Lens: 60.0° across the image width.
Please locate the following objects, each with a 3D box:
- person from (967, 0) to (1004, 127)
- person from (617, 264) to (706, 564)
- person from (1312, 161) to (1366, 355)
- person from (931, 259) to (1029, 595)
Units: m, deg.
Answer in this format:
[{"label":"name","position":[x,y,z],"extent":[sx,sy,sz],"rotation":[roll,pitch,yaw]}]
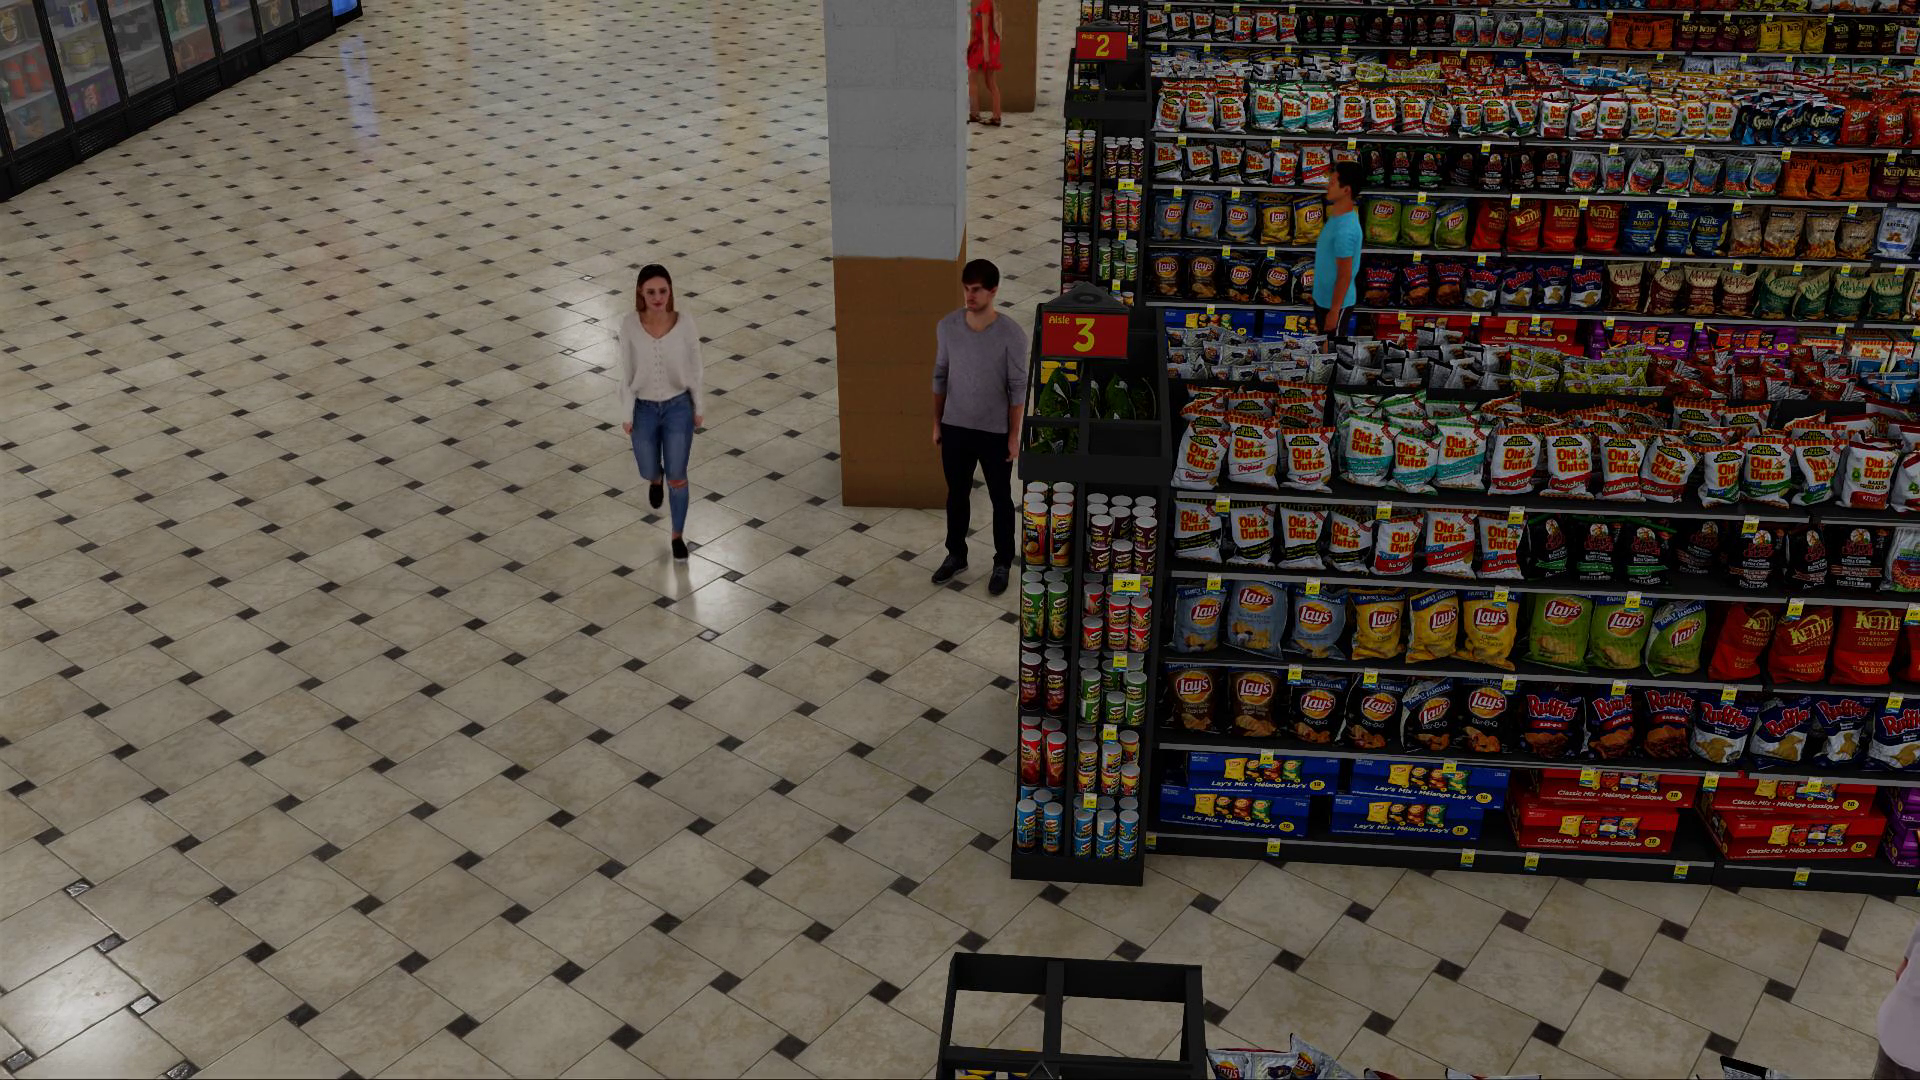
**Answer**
[{"label":"person","position":[0.367,-5.086,17.281],"extent":[0.711,1.571,0.654],"rotation":[7,29,13]},{"label":"person","position":[-1.662,-0.727,9.187],"extent":[0.926,1.677,0.834],"rotation":[-5,29,-10]},{"label":"person","position":[2.383,-1.518,10.532],"extent":[0.517,1.776,0.609],"rotation":[3,29,5]},{"label":"person","position":[0.103,-0.603,8.785],"extent":[0.589,1.844,0.777],"rotation":[11,30,19]}]
